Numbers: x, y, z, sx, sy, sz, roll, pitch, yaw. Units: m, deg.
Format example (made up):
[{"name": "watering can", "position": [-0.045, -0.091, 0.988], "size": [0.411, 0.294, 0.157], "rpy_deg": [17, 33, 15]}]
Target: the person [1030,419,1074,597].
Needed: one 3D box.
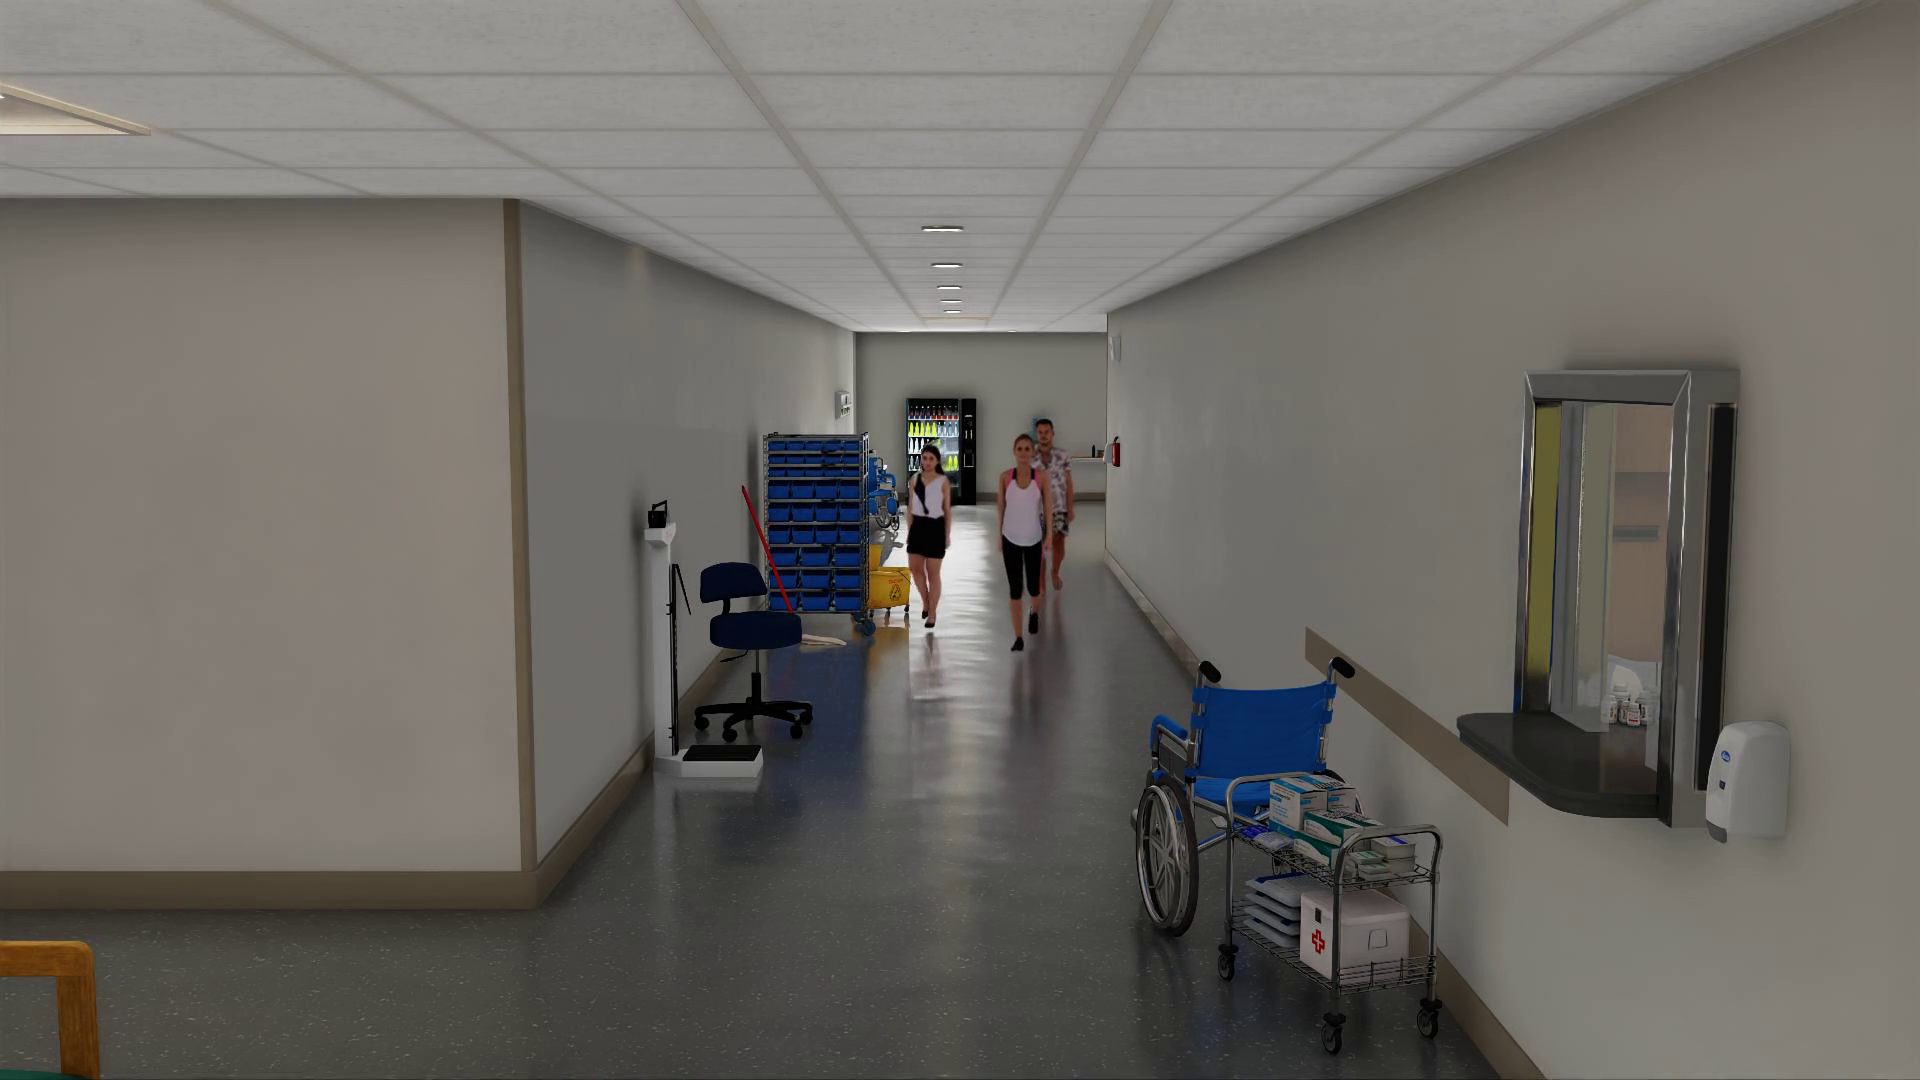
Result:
[{"name": "person", "position": [0.898, -0.329, 17.007], "size": [0.688, 1.800, 0.772], "rpy_deg": [1, 6, 5]}]

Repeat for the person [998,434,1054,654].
[{"name": "person", "position": [0.532, 0.028, 13.651], "size": [1.043, 1.761, 0.784], "rpy_deg": [1, 6, 9]}]

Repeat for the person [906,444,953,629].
[{"name": "person", "position": [-0.257, -0.032, 14.872], "size": [0.619, 1.635, 0.702], "rpy_deg": [1, 6, 14]}]
